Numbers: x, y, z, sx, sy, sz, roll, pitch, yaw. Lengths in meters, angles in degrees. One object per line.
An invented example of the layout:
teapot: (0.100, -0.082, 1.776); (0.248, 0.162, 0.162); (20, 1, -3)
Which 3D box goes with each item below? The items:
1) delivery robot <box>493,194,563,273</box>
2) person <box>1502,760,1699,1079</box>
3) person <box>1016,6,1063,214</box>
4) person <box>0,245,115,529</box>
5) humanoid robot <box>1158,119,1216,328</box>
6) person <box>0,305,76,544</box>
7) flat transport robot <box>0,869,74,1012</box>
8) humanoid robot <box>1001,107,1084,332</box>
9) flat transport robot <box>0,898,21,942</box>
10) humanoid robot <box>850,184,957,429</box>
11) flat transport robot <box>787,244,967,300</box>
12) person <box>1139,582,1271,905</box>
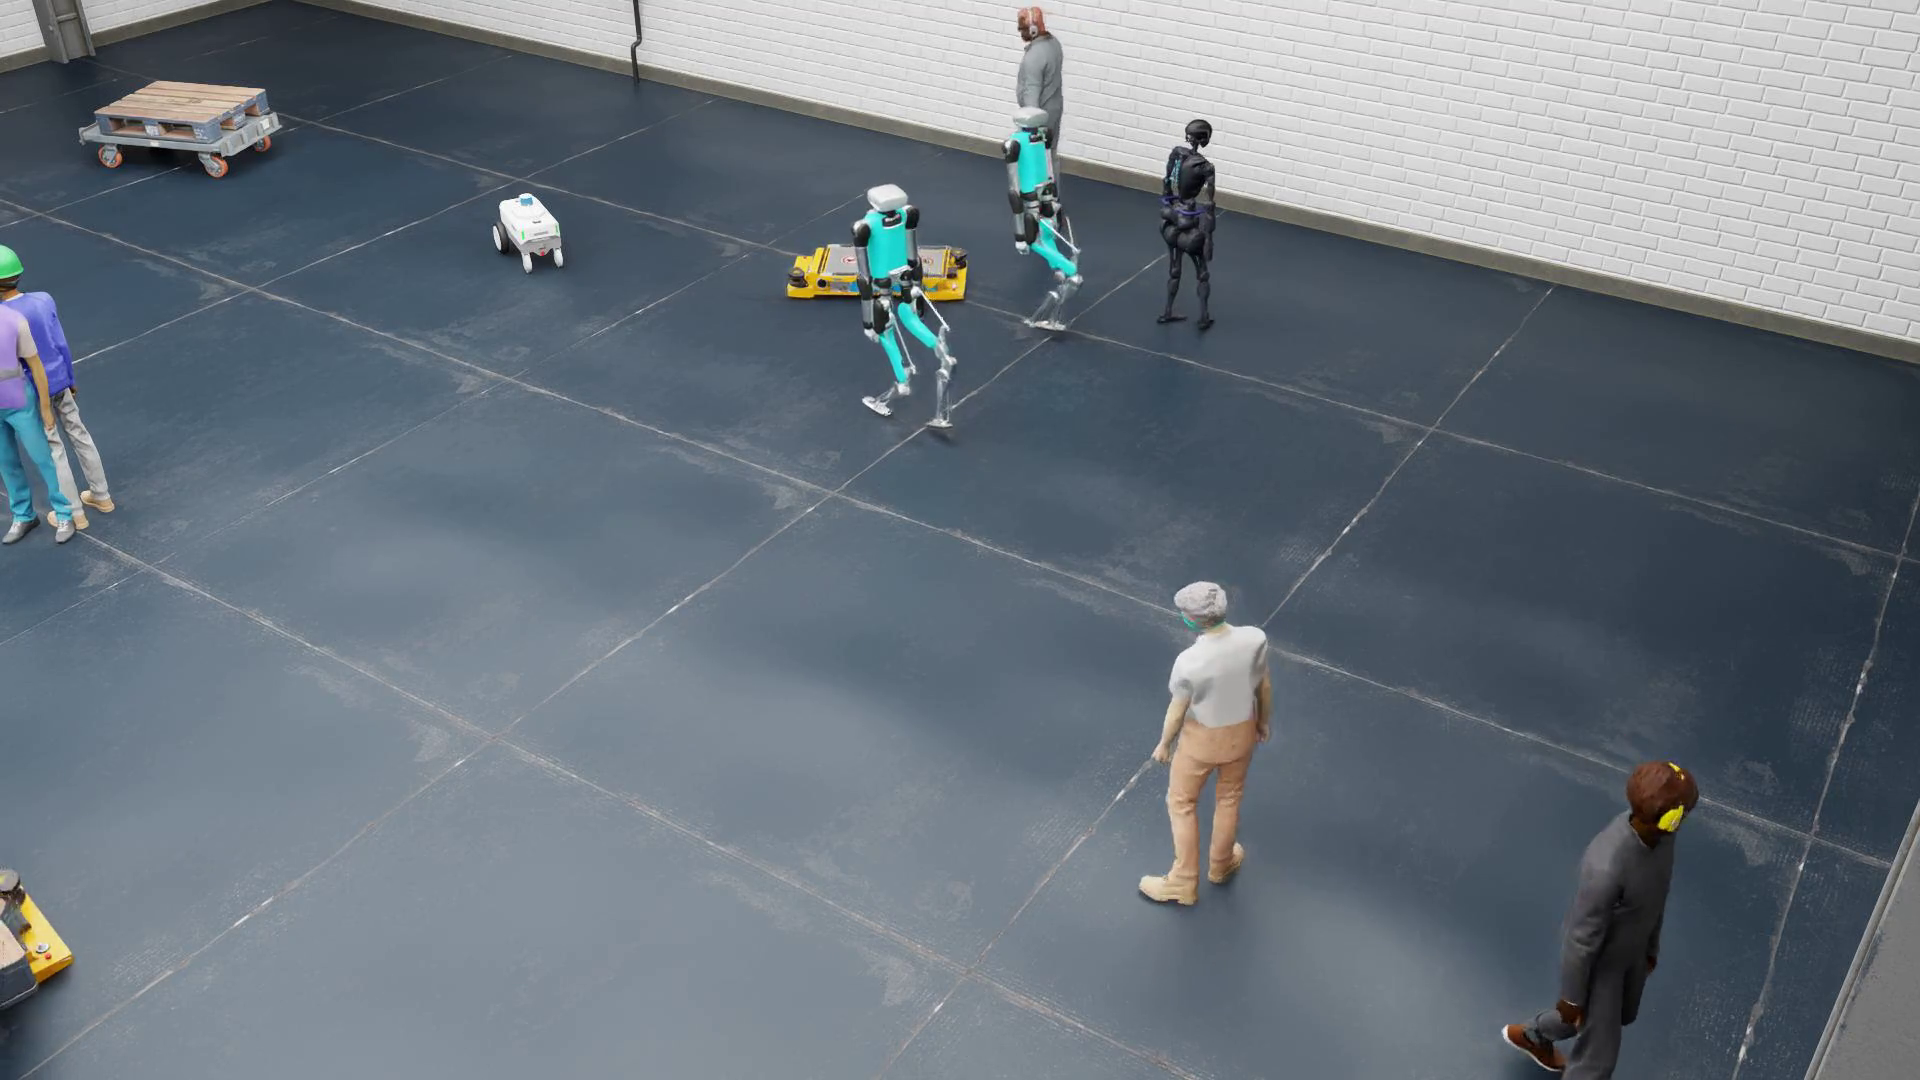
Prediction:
delivery robot: (-3.641, -2.642, 14.091); (0.499, 0.581, 0.774); (-16, 36, -23)
person: (2.450, 1.589, 6.314); (0.542, 1.851, 0.606); (-25, 40, -33)
person: (0.680, -3.712, 14.541); (0.453, 1.878, 0.739); (13, 35, 19)
person: (-5.646, -0.932, 10.227); (0.341, 1.873, 0.461); (13, 35, 20)
humanoid robot: (1.759, -2.441, 12.756); (0.418, 1.649, 0.612); (-20, 38, -28)
person: (-5.783, -0.823, 10.082); (0.568, 1.840, 0.373); (0, 33, -1)
flat transport robot: (-4.695, 1.982, 7.173); (0.659, 0.231, 1.431); (28, 42, 36)
humanoid robot: (0.720, -2.307, 12.509); (0.870, 1.779, 0.560); (23, 39, 31)
flat transport robot: (-4.654, 2.144, 6.920); (0.659, 0.231, 1.431); (-5, 33, -8)
humanoid robot: (-0.301, -1.465, 11.241); (0.531, 1.773, 1.027); (-26, 41, -34)
flat transport robot: (-0.667, -2.195, 13.672); (1.431, 0.231, 0.659); (1, 33, 2)
person: (1.141, 0.916, 7.505); (0.609, 1.711, 0.299); (-11, 34, -16)
